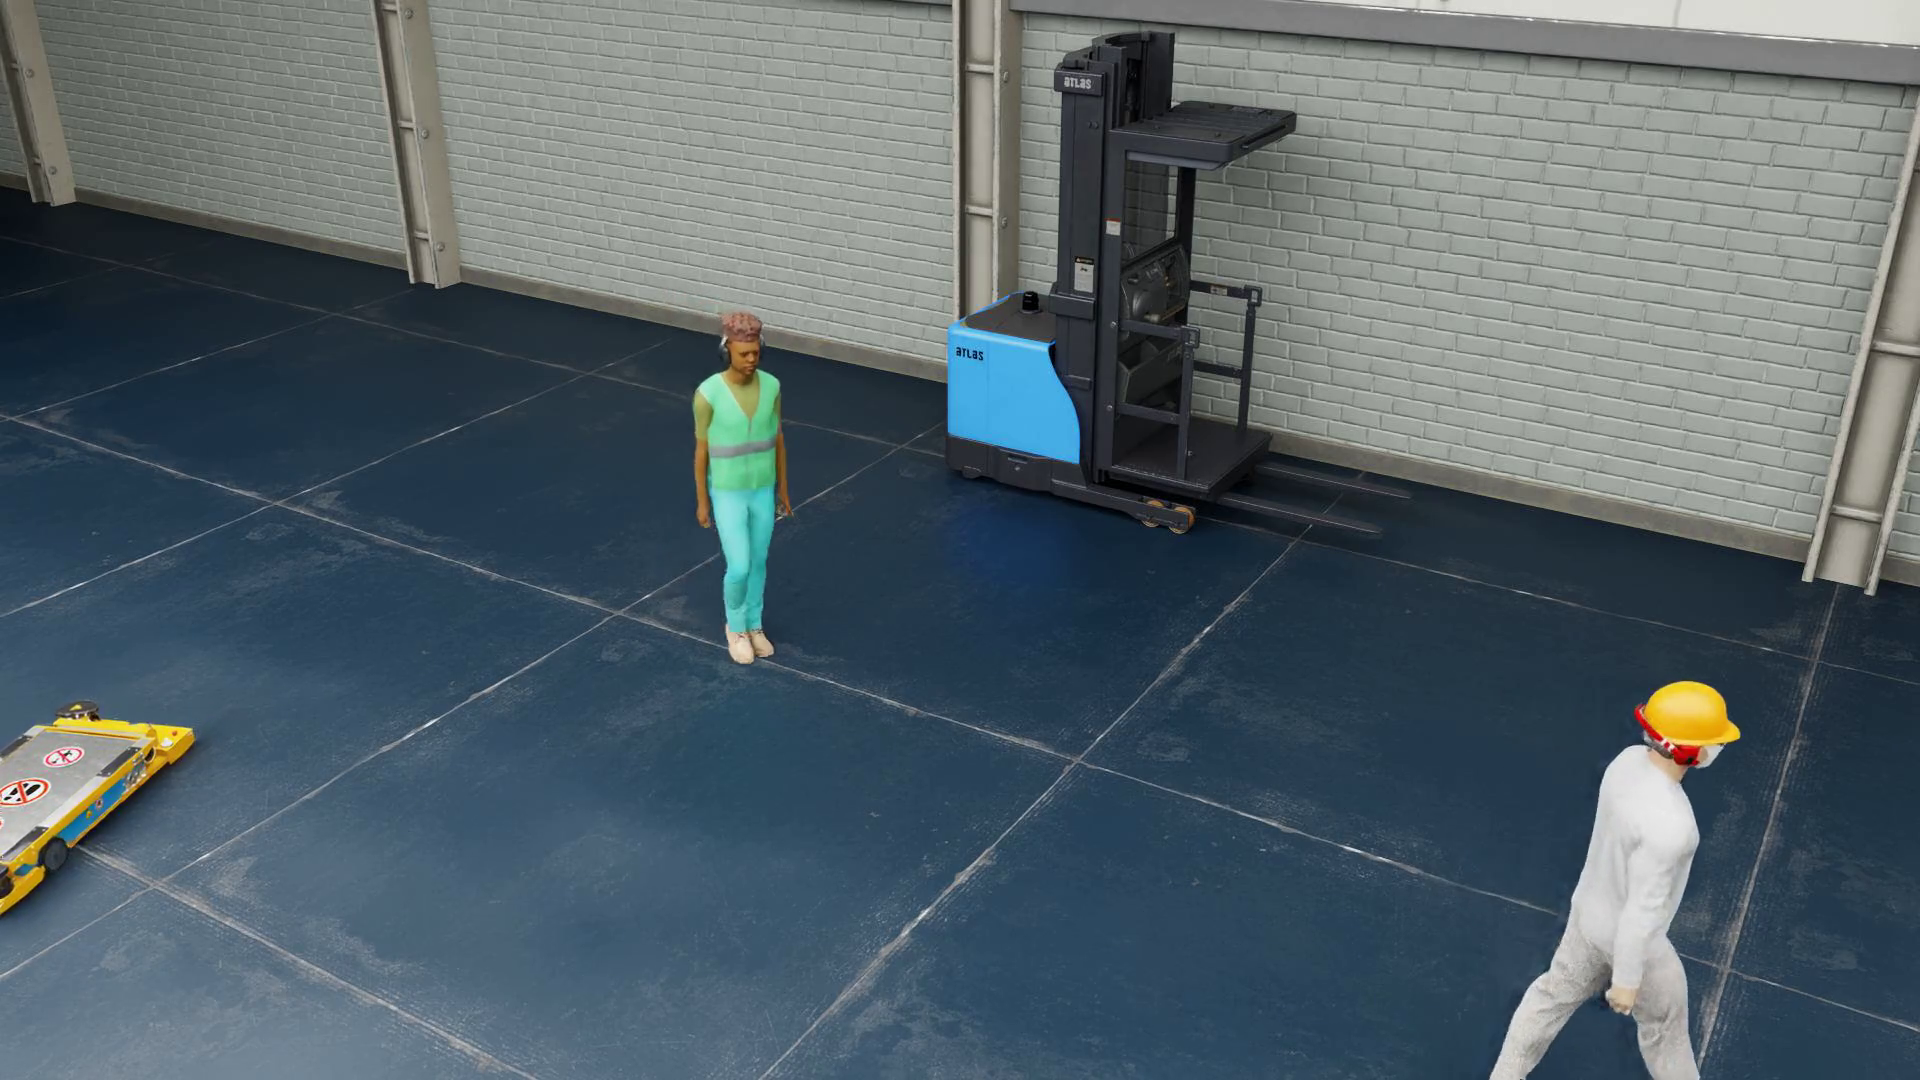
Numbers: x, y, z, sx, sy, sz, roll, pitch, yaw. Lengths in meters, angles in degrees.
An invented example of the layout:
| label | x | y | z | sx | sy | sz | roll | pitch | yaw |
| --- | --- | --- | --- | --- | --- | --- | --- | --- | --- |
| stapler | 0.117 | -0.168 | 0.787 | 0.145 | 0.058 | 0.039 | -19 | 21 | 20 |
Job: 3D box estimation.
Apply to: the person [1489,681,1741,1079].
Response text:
| label | x | y | z | sx | sy | sz | roll | pitch | yaw |
| --- | --- | --- | --- | --- | --- | --- | --- | --- | --- |
| person | 2.346 | 1.294 | 5.685 | 0.968 | 1.845 | 0.597 | 1 | 25 | 2 |

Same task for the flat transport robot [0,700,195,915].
| label | x | y | z | sx | sy | sz | roll | pitch | yaw |
| --- | --- | --- | --- | --- | --- | --- | --- | --- | --- |
| flat transport robot | -4.267 | 1.212 | 7.695 | 0.659 | 0.231 | 1.431 | 4 | 26 | 9 |

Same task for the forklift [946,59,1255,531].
| label | x | y | z | sx | sy | sz | roll | pitch | yaw |
| --- | --- | --- | --- | --- | --- | --- | --- | --- | --- |
| forklift | 0.933 | -1.707 | 10.833 | 1.873 | 2.768 | 1.129 | 15 | 29 | 28 |

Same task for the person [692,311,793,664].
| label | x | y | z | sx | sy | sz | roll | pitch | yaw |
| --- | --- | --- | --- | --- | --- | --- | --- | --- | --- |
| person | -1.128 | -0.249 | 8.803 | 0.527 | 1.961 | 0.525 | -16 | 30 | -31 |
